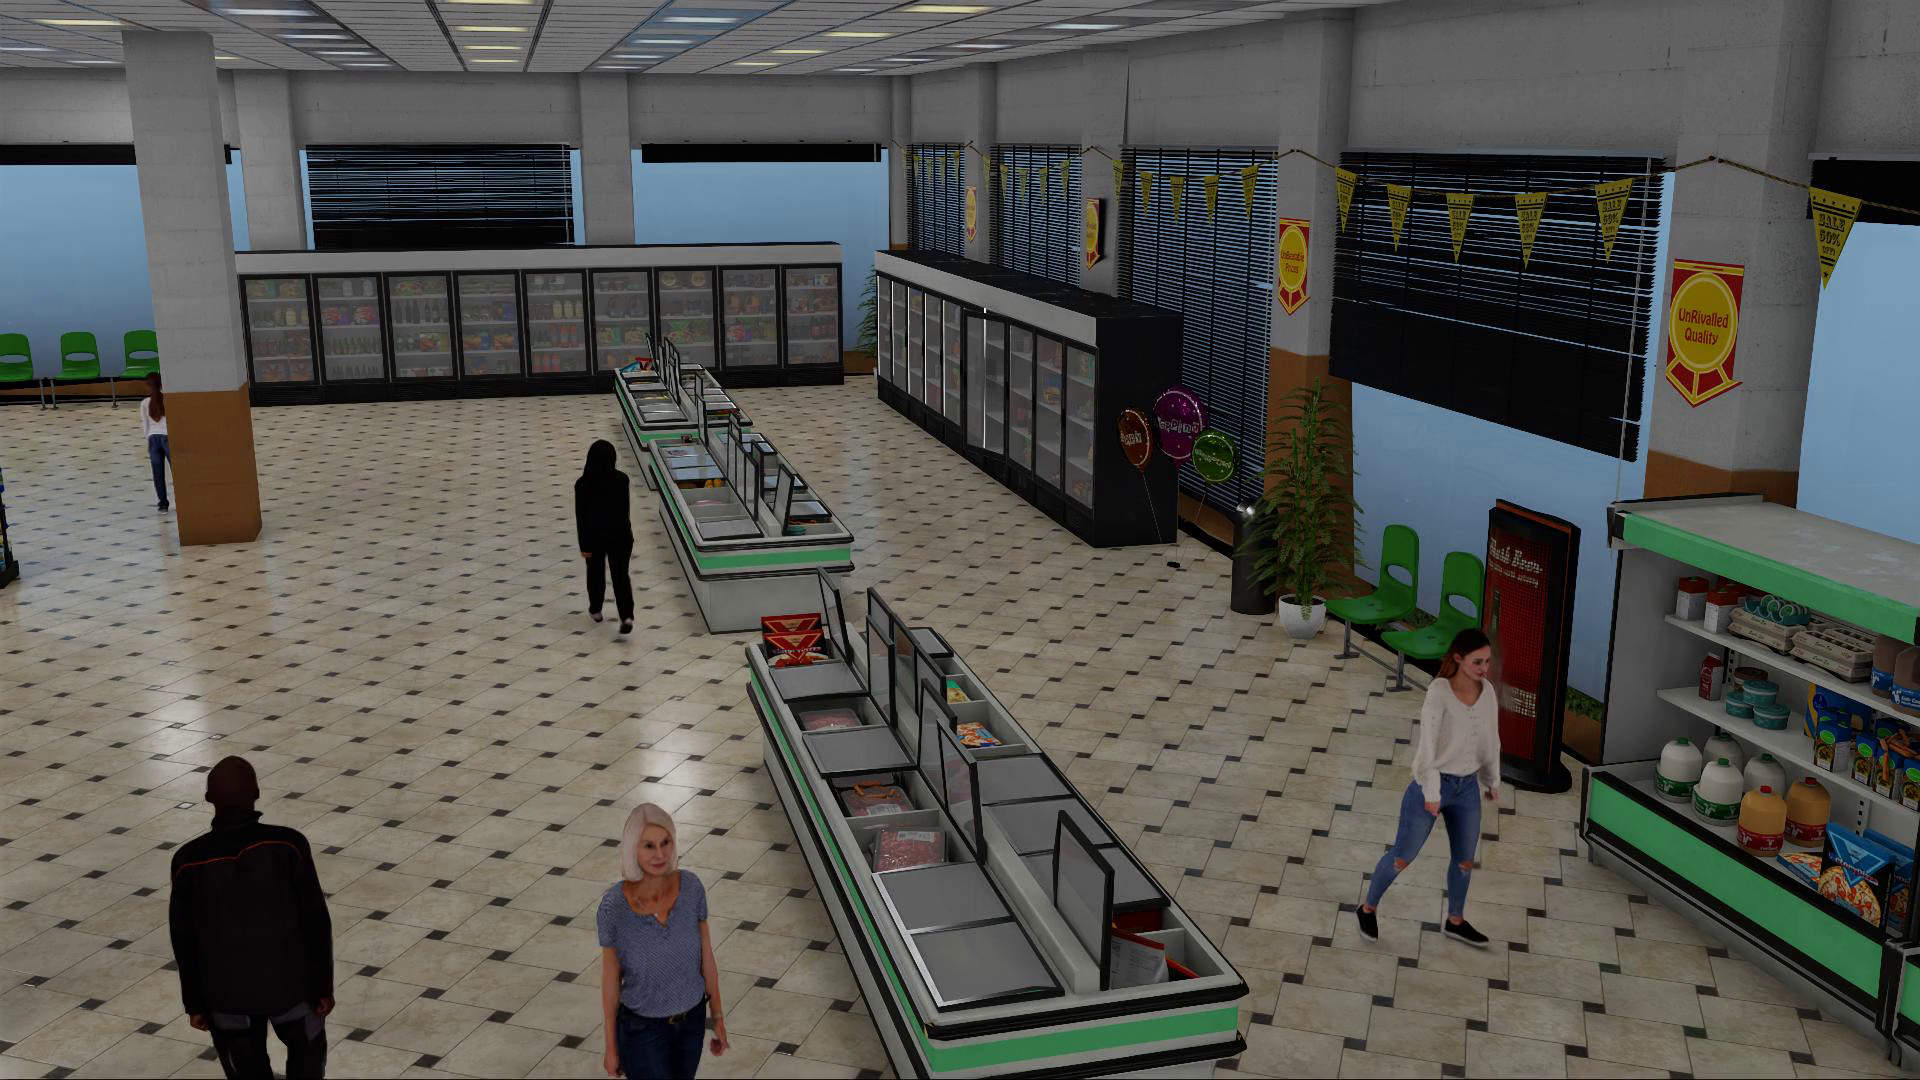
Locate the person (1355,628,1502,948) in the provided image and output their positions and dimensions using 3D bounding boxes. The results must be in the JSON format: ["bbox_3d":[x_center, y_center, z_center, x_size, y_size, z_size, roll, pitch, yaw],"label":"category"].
[{"bbox_3d":[2.440,1.242,8.303,0.855,1.681,0.730,-6,15,-22],"label":"person"}]

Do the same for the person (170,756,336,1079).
[{"bbox_3d":[-2.598,1.690,6.162,0.726,1.818,0.690,-4,14,-18],"label":"person"}]

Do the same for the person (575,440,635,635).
[{"bbox_3d":[-2.849,0.020,13.576,0.756,1.570,1.202,-7,15,-25],"label":"person"}]

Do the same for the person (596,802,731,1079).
[{"bbox_3d":[-1.129,1.756,6.140,0.802,1.702,1.077,-9,16,-33],"label":"person"}]
